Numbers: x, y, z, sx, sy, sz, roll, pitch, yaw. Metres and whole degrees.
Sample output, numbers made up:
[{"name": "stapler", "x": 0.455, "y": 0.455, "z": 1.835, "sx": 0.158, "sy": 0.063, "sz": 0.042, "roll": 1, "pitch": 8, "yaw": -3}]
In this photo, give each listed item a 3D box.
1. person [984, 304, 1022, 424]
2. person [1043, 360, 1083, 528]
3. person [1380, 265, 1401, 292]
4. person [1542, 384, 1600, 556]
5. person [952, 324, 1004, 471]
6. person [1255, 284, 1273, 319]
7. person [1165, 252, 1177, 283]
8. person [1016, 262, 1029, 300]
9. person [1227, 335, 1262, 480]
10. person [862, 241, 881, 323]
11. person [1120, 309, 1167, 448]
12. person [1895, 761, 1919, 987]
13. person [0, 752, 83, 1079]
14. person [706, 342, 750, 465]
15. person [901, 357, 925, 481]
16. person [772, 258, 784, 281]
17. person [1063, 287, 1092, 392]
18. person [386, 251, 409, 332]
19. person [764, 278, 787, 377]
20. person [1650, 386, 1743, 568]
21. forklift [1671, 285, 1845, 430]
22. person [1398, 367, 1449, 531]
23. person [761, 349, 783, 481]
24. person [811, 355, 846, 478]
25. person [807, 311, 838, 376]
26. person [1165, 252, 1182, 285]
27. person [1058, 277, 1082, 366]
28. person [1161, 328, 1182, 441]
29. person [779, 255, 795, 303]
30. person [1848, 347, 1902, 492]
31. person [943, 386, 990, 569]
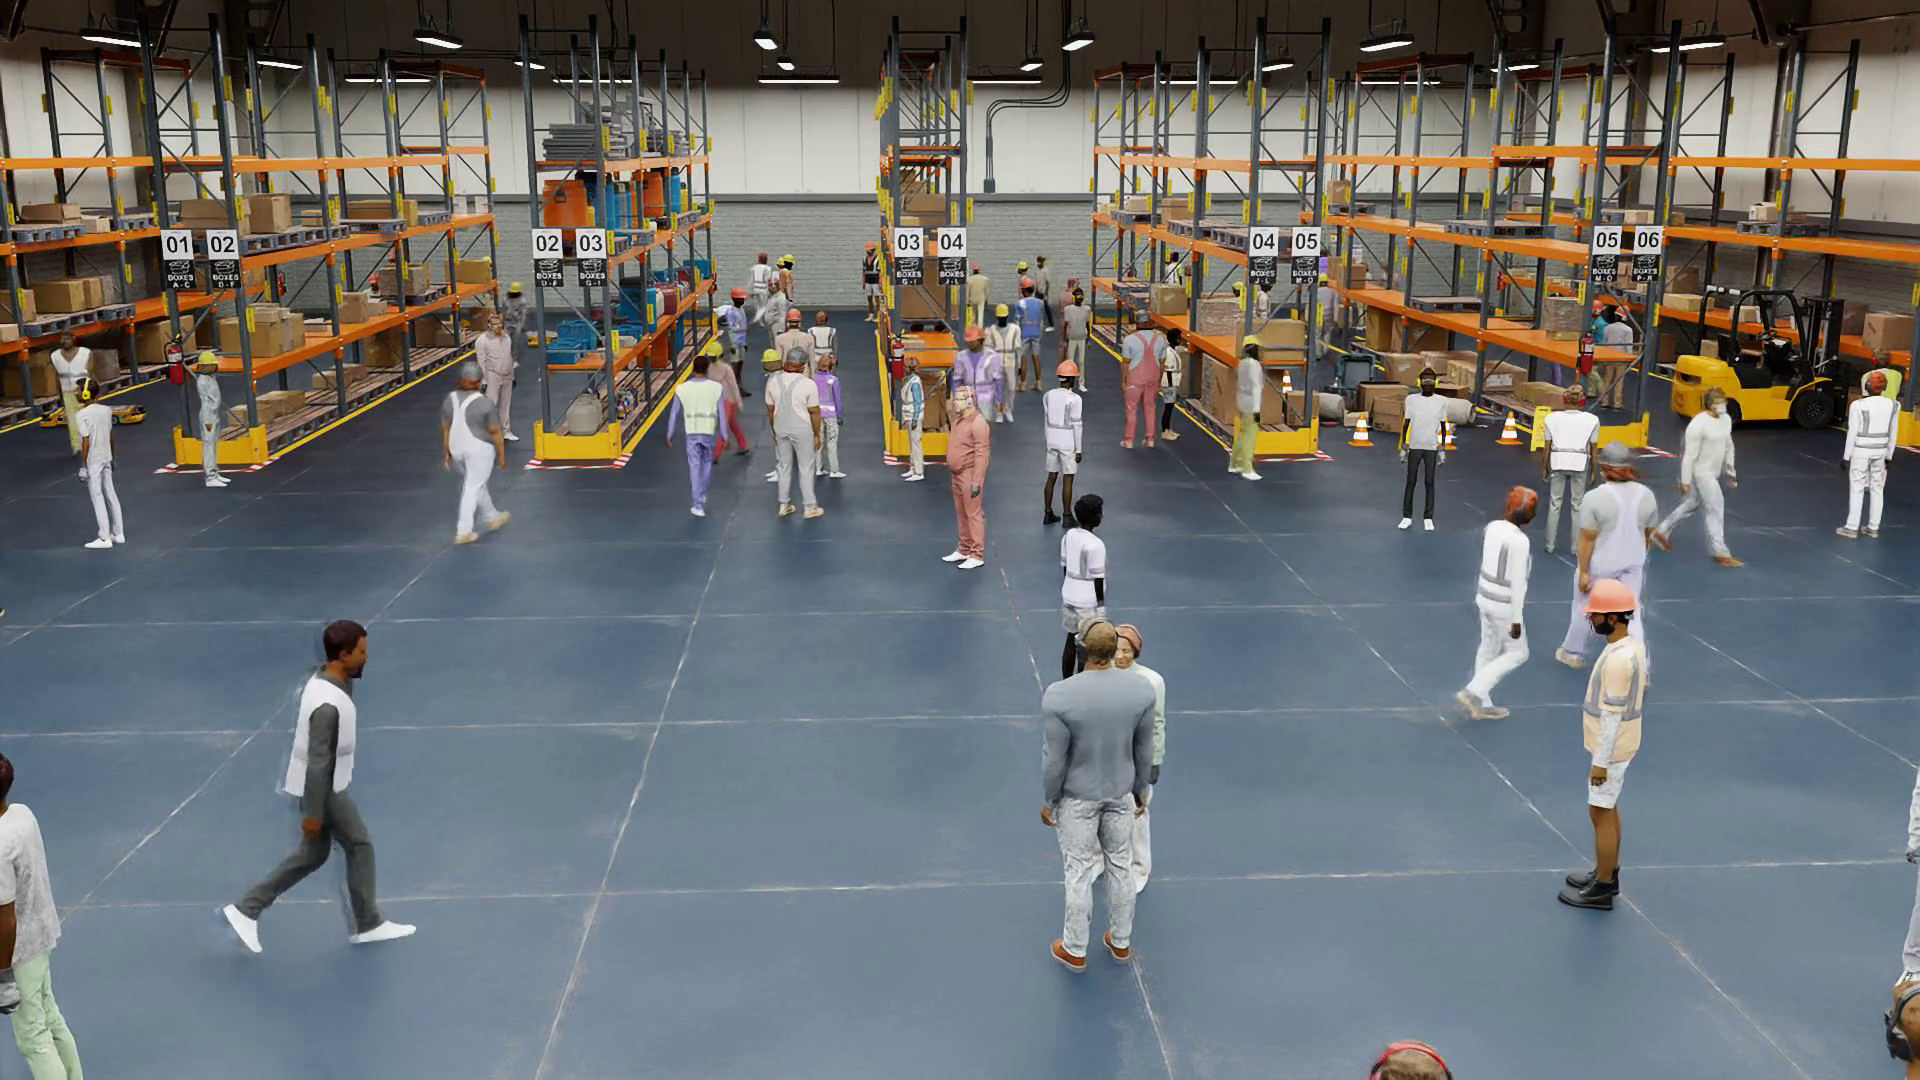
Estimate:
[{"name": "person", "x": 0.678, "y": -2.780, "z": 26.334, "sx": 0.610, "sy": 1.903, "sz": 0.584, "roll": -1, "pitch": 13, "yaw": -4}, {"name": "person", "x": 1.208, "y": -1.112, "z": 19.234, "sx": 0.542, "sy": 1.928, "sz": 0.401, "roll": 12, "pitch": 18, "yaw": 41}, {"name": "person", "x": 10.395, "y": -5.905, "z": 40.244, "sx": 0.504, "sy": 1.581, "sz": 0.877, "roll": -6, "pitch": 15, "yaw": -25}, {"name": "person", "x": 6.527, "y": -0.744, "z": 17.835, "sx": 0.566, "sy": 1.846, "sz": 0.389, "roll": 6, "pitch": 14, "yaw": 23}, {"name": "person", "x": 0.222, "y": -1.887, "z": 22.318, "sx": 0.666, "sy": 2.008, "sz": 0.766, "roll": 3, "pitch": 14, "yaw": 14}, {"name": "person", "x": 5.688, "y": -3.995, "z": 31.221, "sx": 0.409, "sy": 2.036, "sz": 0.601, "roll": 0, "pitch": 13, "yaw": 1}, {"name": "person", "x": 5.003, "y": -5.922, "z": 39.689, "sx": 0.357, "sy": 1.885, "sz": 0.574, "roll": 3, "pitch": 14, "yaw": 11}, {"name": "person", "x": 1.446, "y": -5.481, "z": 38.074, "sx": 0.327, "sy": 1.769, "sz": 0.525, "roll": 2, "pitch": 13, "yaw": 10}, {"name": "person", "x": 3.804, "y": -1.751, "z": 22.039, "sx": 0.387, "sy": 1.882, "sz": 0.692, "roll": -2, "pitch": 13, "yaw": -9}, {"name": "person", "x": -2.215, "y": -6.464, "z": 41.686, "sx": 0.610, "sy": 2.029, "sz": 0.409, "roll": 9, "pitch": 16, "yaw": 34}, {"name": "person", "x": 2.639, "y": -2.364, "z": 24.283, "sx": 0.684, "sy": 2.000, "sz": 0.535, "roll": -5, "pitch": 14, "yaw": -20}, {"name": "person", "x": 5.095, "y": 1.578, "z": 8.456, "sx": 0.498, "sy": 1.632, "sz": 0.284, "roll": 8, "pitch": 16, "yaw": 31}, {"name": "person", "x": -4.044, "y": 1.772, "z": 7.153, "sx": 0.331, "sy": 1.862, "sz": 0.508, "roll": -4, "pitch": 14, "yaw": -18}, {"name": "person", "x": -3.287, "y": -1.934, "z": 23.212, "sx": 0.569, "sy": 1.695, "sz": 0.980, "roll": 12, "pitch": 18, "yaw": 42}, {"name": "person", "x": -0.619, "y": -1.596, "z": 21.889, "sx": 0.308, "sy": 1.639, "sz": 0.523, "roll": -2, "pitch": 13, "yaw": -9}, {"name": "person", "x": -4.245, "y": -5.841, "z": 39.622, "sx": 0.518, "sy": 1.757, "sz": 0.340, "roll": -11, "pitch": 17, "yaw": -39}, {"name": "person", "x": 2.100, "y": -3.582, "z": 29.796, "sx": 0.532, "sy": 1.875, "sz": 0.318, "roll": -2, "pitch": 13, "yaw": -10}, {"name": "person", "x": -13.257, "y": -5.852, "z": 39.262, "sx": 0.613, "sy": 1.959, "sz": 0.995, "roll": 1, "pitch": 13, "yaw": 4}, {"name": "person", "x": -3.511, "y": -4.015, "z": 31.578, "sx": 0.404, "sy": 1.903, "sz": 0.636, "roll": -6, "pitch": 14, "yaw": -23}, {"name": "person", "x": 7.828, "y": -0.707, "z": 17.596, "sx": 0.636, "sy": 1.894, "sz": 1.025, "roll": -11, "pitch": 17, "yaw": -40}, {"name": "forklift", "x": 12.503, "y": -2.886, "z": 26.166, "sx": 2.313, "sy": 2.155, "sz": 1.214, "roll": -1, "pitch": 13, "yaw": -3}, {"name": "person", "x": 5.302, "y": -1.044, "z": 19.044, "sx": 0.531, "sy": 1.876, "sz": 0.322, "roll": 5, "pitch": 14, "yaw": 18}, {"name": "person", "x": -2.443, "y": -1.641, "z": 21.870, "sx": 0.313, "sy": 1.738, "sz": 0.483, "roll": -1, "pitch": 13, "yaw": -6}, {"name": "person", "x": -1.759, "y": -1.636, "z": 22.064, "sx": 0.511, "sy": 1.638, "sz": 0.308, "roll": 10, "pitch": 17, "yaw": 37}, {"name": "person", "x": -2.296, "y": -3.000, "z": 27.843, "sx": 0.523, "sy": 1.636, "sz": 0.309, "roll": -1, "pitch": 13, "yaw": -3}, {"name": "person", "x": 5.495, "y": -6.561, "z": 42.790, "sx": 0.537, "sy": 1.698, "sz": 0.320, "roll": 13, "pitch": 18, "yaw": 43}, {"name": "person", "x": 2.137, "y": -4.111, "z": 32.024, "sx": 0.410, "sy": 1.895, "sz": 0.659, "roll": -7, "pitch": 15, "yaw": -26}, {"name": "person", "x": 3.158, "y": -2.334, "z": 24.918, "sx": 0.320, "sy": 1.686, "sz": 0.539, "roll": 3, "pitch": 14, "yaw": 11}, {"name": "person", "x": -3.958, "y": -5.588, "z": 38.206, "sx": 0.381, "sy": 1.917, "sz": 0.585, "roll": -5, "pitch": 14, "yaw": -20}, {"name": "person", "x": 11.644, "y": -1.518, "z": 21.124, "sx": 0.564, "sy": 1.841, "sz": 0.395, "roll": -4, "pitch": 14, "yaw": -15}, {"name": "person", "x": 0.055, "y": -0.663, "z": 17.353, "sx": 0.409, "sy": 1.913, "sz": 0.646, "roll": -6, "pitch": 15, "yaw": -24}]
